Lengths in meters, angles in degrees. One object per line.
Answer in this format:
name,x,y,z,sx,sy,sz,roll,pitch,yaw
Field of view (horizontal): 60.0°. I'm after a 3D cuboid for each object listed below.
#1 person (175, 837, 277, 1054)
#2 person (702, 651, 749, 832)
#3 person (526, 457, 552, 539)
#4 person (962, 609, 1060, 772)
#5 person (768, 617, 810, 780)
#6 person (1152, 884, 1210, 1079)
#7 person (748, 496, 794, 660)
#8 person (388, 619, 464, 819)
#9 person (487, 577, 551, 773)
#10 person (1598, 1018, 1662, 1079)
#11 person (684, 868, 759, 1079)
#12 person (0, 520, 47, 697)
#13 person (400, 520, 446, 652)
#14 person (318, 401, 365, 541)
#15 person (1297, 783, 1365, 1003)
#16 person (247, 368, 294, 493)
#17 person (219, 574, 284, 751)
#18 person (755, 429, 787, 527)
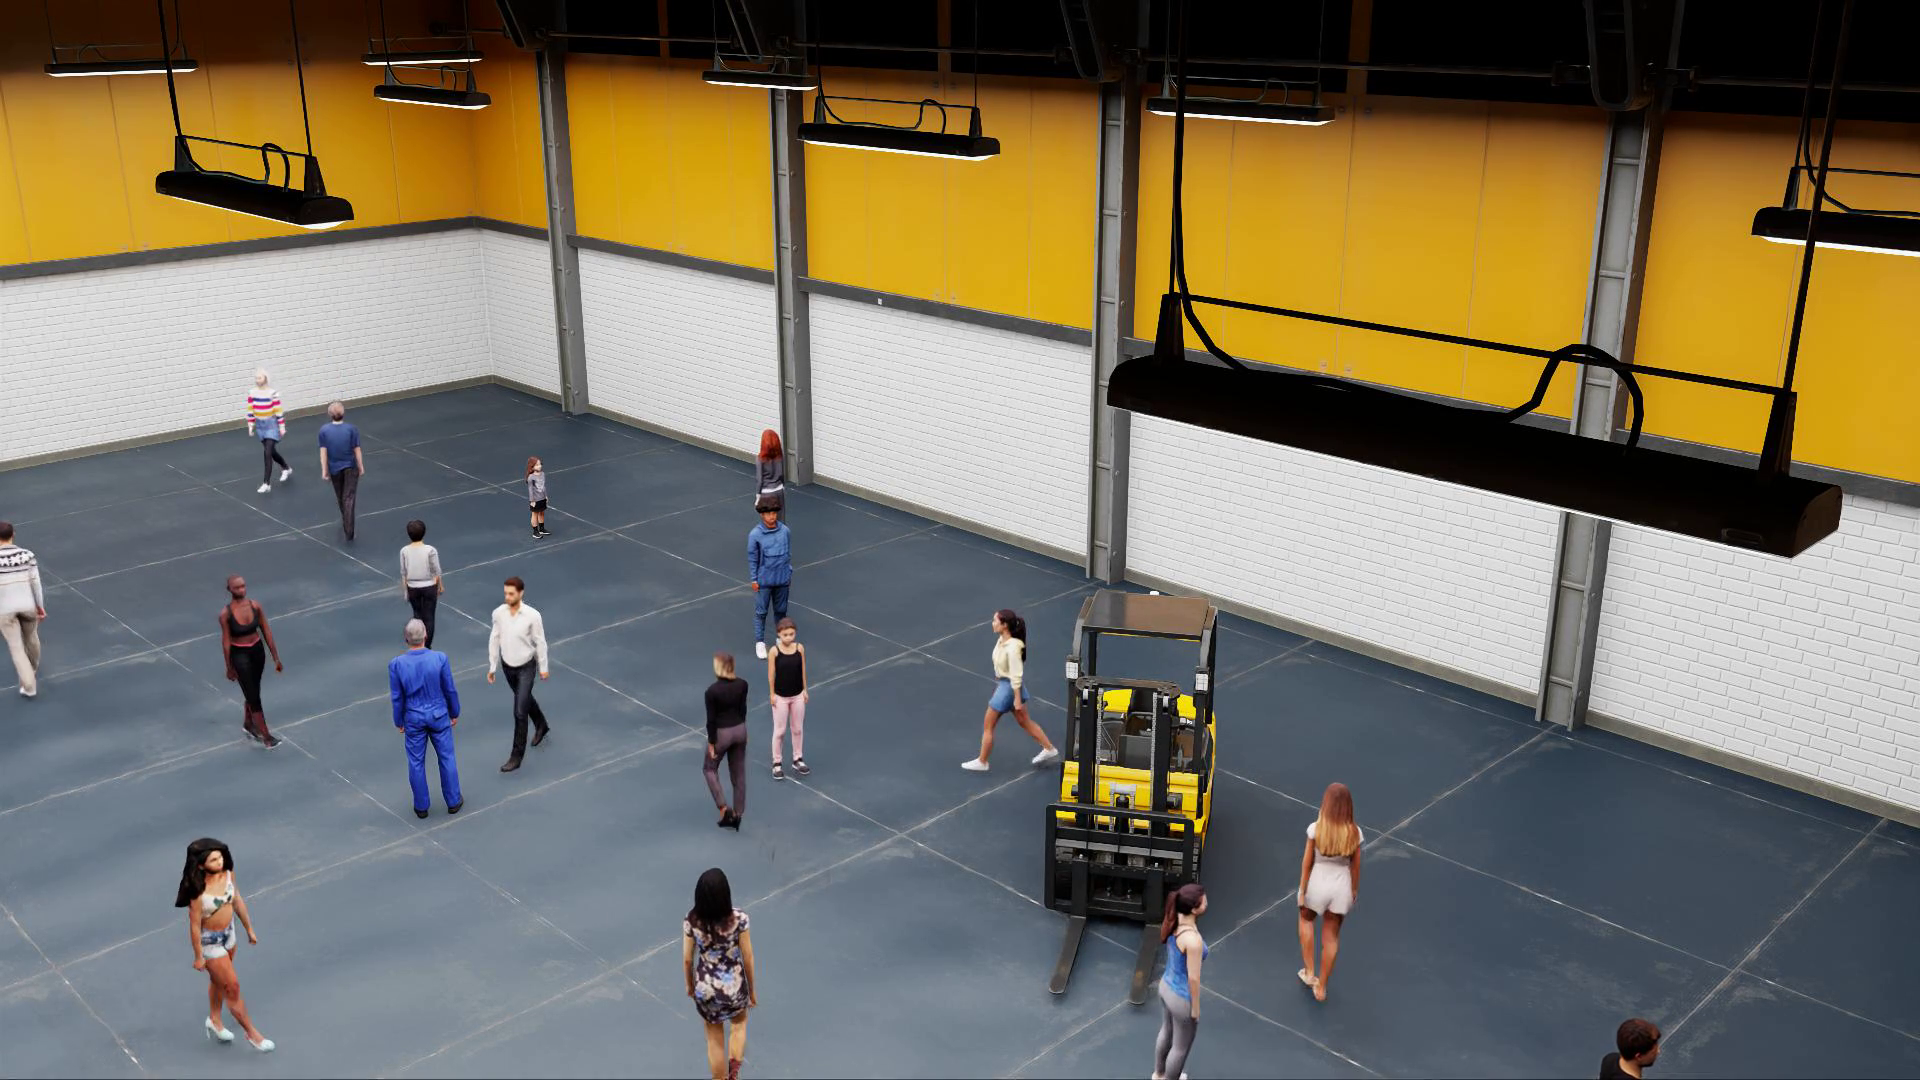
person,-5.182,2.778,11.461,0.951,1.604,0.820,5,19,14
person,-1.952,1.771,14.358,0.625,1.664,0.579,-14,23,-35
person,-5.649,-0.591,22.247,0.526,1.106,0.526,9,20,24
person,0.548,1.422,15.515,1.169,1.587,1.156,-1,19,-4
person,-1.598,1.449,15.472,0.602,1.563,0.600,-8,20,-23
person,1.427,2.969,10.895,0.701,1.604,0.602,-5,19,-15
person,-2.069,0.385,18.247,0.733,1.808,0.656,-10,21,-28
person,-4.714,1.572,14.695,0.788,1.827,0.738,-6,20,-17
person,-4.141,1.198,15.791,1.247,1.835,1.117,6,19,16
person,3.597,3.427,9.132,0.823,1.861,0.754,-1,19,-2
person,-1.554,2.954,10.750,0.731,1.725,0.779,-1,19,-4
person,-9.734,0.743,17.169,0.678,1.819,1.124,-17,25,-41
person,-5.892,0.561,18.151,0.760,1.536,0.827,-1,19,-3
person,-8.140,-0.867,21.954,1.106,1.816,1.310,-4,19,-12
person,2.649,2.569,11.962,0.719,1.681,0.786,2,19,5
person,-10.057,-1.626,24.287,1.200,1.766,1.126,4,19,12
person,-6.936,1.145,16.121,1.140,1.726,0.676,14,23,36
person,-2.387,-0.547,21.060,0.593,1.780,0.531,-15,23,-37
